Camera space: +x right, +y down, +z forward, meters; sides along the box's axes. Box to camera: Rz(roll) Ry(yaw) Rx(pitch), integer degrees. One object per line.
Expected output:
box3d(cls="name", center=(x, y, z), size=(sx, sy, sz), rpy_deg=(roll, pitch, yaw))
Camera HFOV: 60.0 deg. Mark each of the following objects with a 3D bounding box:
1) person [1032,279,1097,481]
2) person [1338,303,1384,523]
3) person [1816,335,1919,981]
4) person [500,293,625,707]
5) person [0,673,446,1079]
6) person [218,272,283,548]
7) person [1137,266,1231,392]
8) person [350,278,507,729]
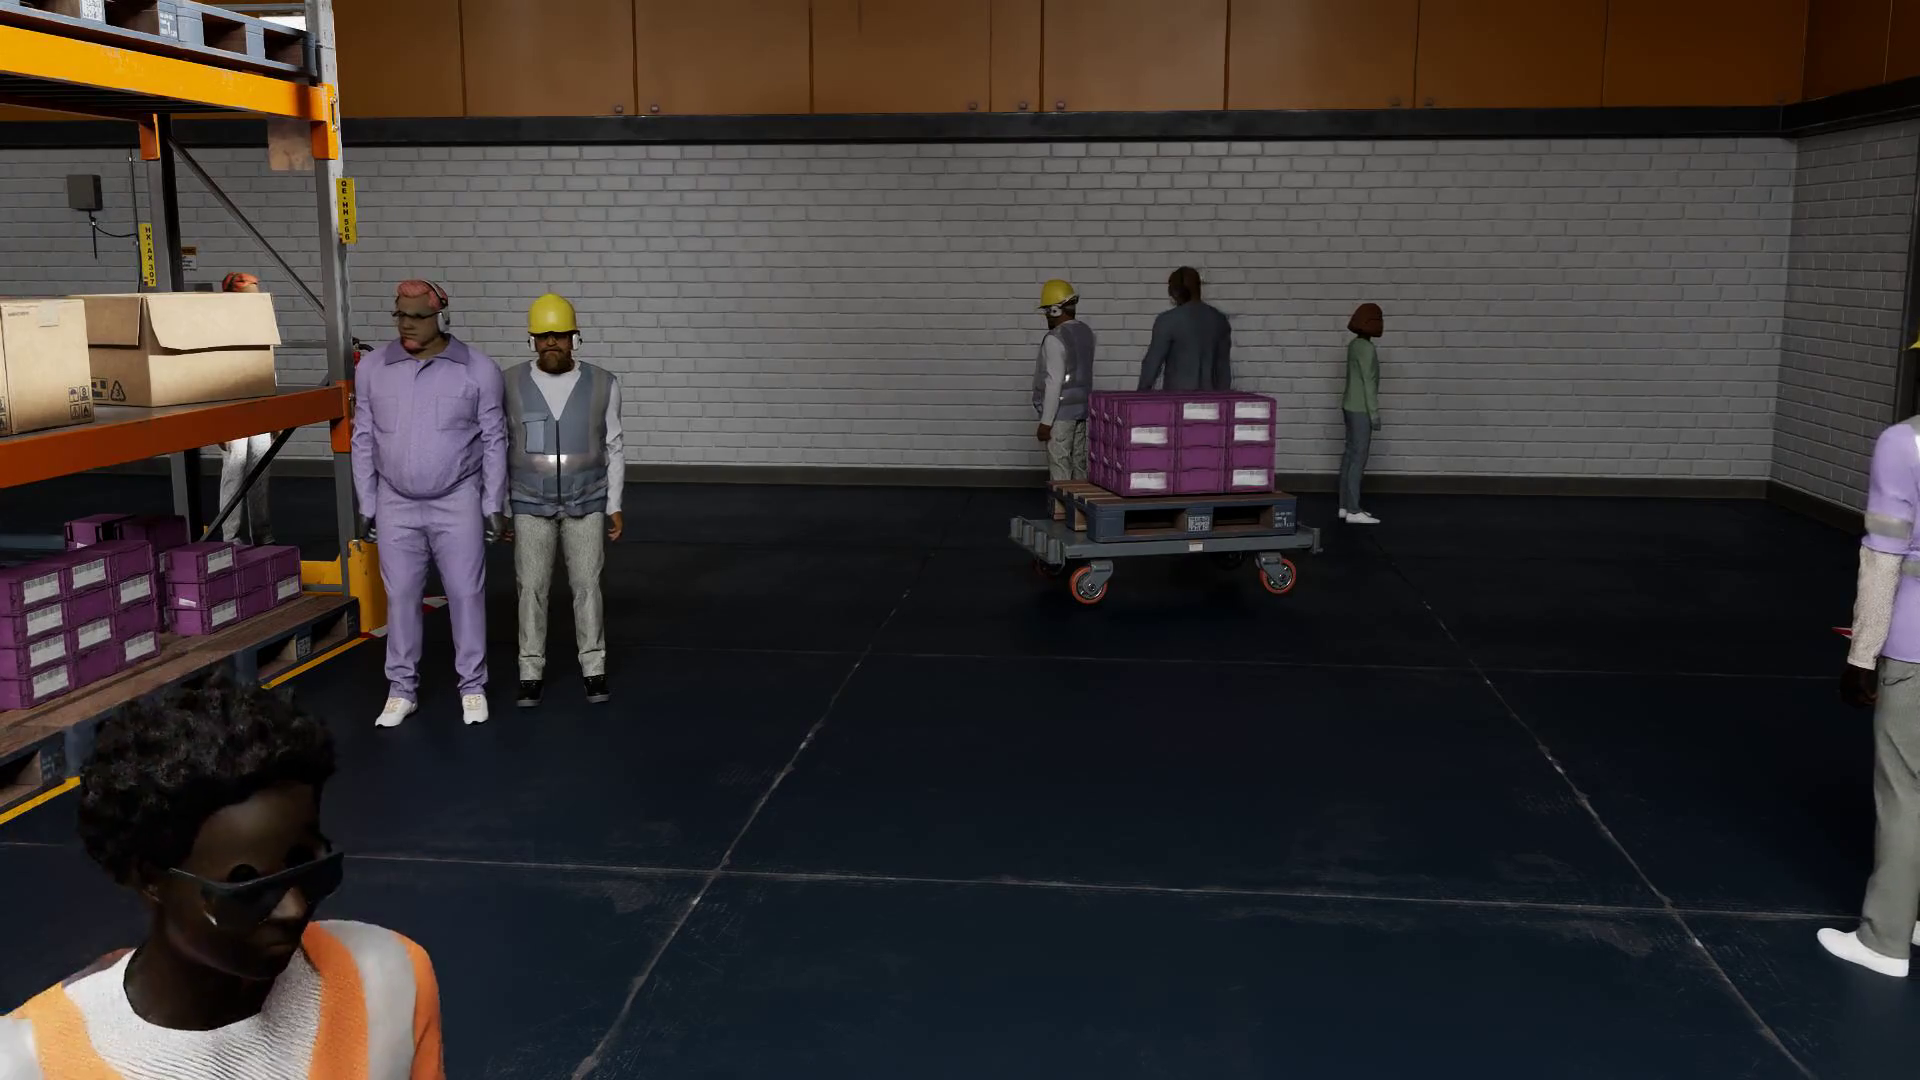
box3d(cls="person", center=(0.696, -0.870, 11.417), size=(0.403, 1.823, 0.588), rpy_deg=(6, 11, 29))
box3d(cls="person", center=(2.988, -0.940, 12.385), size=(0.277, 1.632, 0.501), rpy_deg=(0, 10, 1))
box3d(cls="person", center=(2.731, 0.270, 4.630), size=(0.590, 1.922, 0.391), rpy_deg=(-2, 10, -14))
box3d(cls="person", center=(-1.782, -0.172, 7.394), size=(0.586, 1.833, 0.403), rpy_deg=(-3, 10, -15))
box3d(cls="person", center=(-0.707, 0.925, 1.636), size=(0.964, 1.629, 0.552), rpy_deg=(6, 12, 33))
box3d(cls="person", center=(-4.593, -0.770, 10.690), size=(0.351, 1.880, 0.576), rpy_deg=(3, 10, 16))
box3d(cls="person", center=(1.541, -0.991, 11.891), size=(0.642, 1.898, 0.804), rpy_deg=(-7, 12, -35))
box3d(cls="person", center=(-2.250, -0.147, 7.055), size=(0.636, 1.903, 0.405), rpy_deg=(-1, 10, -6))
